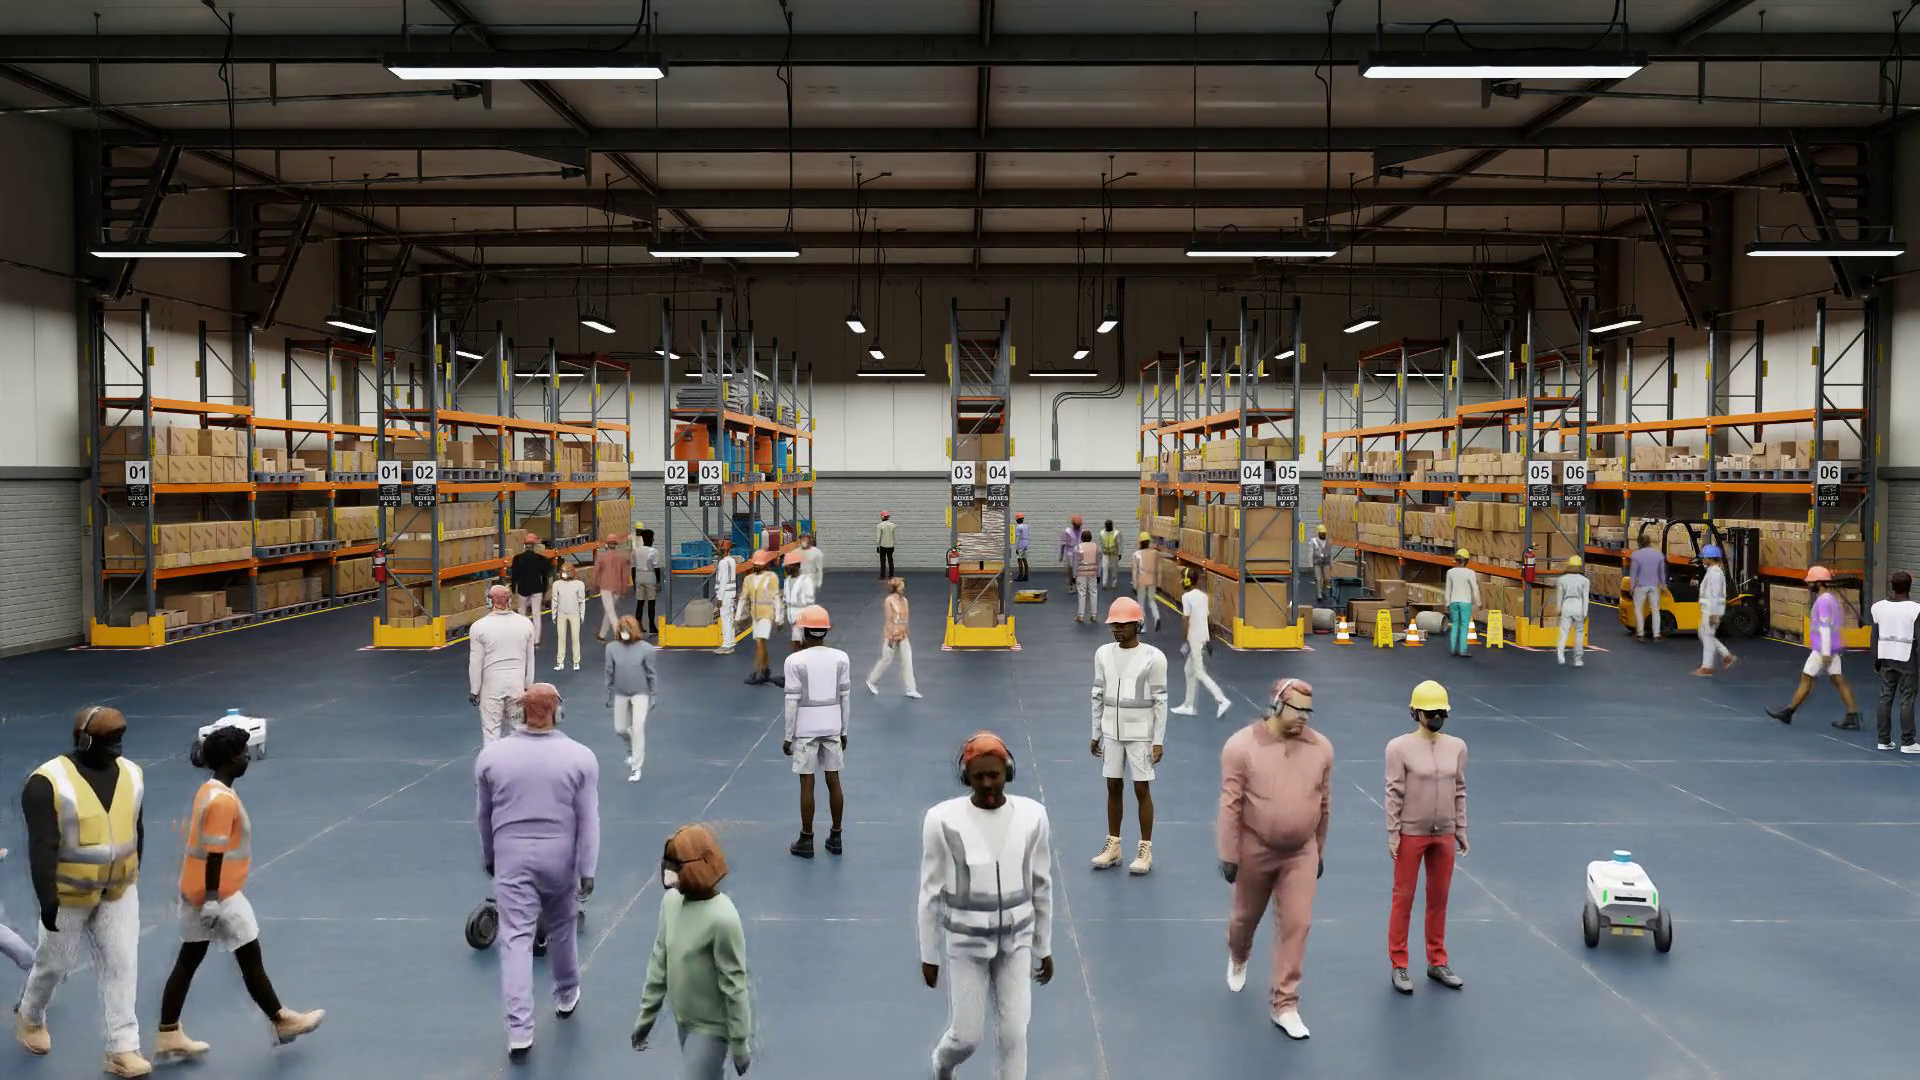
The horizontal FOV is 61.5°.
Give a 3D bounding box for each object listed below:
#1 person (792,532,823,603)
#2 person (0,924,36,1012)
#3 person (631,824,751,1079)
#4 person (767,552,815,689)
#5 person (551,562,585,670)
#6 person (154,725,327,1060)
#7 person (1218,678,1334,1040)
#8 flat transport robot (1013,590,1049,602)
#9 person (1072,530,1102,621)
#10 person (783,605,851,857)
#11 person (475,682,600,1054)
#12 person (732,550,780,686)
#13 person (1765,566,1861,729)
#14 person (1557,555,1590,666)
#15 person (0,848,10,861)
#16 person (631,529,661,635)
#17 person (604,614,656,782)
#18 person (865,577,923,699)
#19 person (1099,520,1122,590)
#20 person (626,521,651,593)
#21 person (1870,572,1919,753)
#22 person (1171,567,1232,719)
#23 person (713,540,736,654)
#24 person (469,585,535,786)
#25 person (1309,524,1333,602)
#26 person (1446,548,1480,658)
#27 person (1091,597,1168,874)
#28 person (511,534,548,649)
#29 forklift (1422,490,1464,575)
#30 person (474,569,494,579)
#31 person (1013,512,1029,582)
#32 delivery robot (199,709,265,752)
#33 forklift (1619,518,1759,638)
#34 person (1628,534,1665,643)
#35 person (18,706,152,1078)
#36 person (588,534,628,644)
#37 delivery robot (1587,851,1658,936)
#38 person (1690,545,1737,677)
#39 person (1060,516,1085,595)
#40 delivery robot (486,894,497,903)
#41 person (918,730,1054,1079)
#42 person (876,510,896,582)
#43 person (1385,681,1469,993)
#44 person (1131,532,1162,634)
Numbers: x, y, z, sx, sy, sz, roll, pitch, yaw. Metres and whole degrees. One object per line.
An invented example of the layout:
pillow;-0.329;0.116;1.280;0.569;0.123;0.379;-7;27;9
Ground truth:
person;-2.801;0.802;29.750;0.634;1.926;0.524;1;2;17
person;-5.351;1.729;8.700;0.525;1.733;0.861;2;3;41
person;-1.083;1.896;6.163;0.817;1.600;0.512;-2;3;-36
person;-2.290;1.111;22.449;1.039;1.873;0.560;-2;3;-44
person;-5.920;1.153;24.402;0.507;1.631;0.281;0;2;-1
person;-3.700;1.778;8.251;0.862;1.653;0.548;-1;3;-32
person;1.707;1.663;8.834;0.643;1.865;0.911;0;2;-5
flat transport robot;1.681;1.305;38.009;0.652;0.197;1.431;0;2;10
person;2.557;0.723;32.670;0.632;1.843;0.429;-1;2;-17
person;-1.124;1.474;12.567;0.542;1.939;0.359;-1;3;-27
person;-2.217;1.678;8.501;0.640;1.855;0.985;0;2;-10
person;-2.825;1.088;22.585;0.594;1.902;0.770;1;3;33
person;10.027;1.250;18.881;1.016;1.877;0.577;2;3;39
person;9.427;1.093;24.877;0.491;1.727;0.661;2;3;37
person;-7.376;1.574;11.625;0.927;1.802;0.509;-1;2;-21
person;-5.787;0.774;29.840;0.617;1.963;0.361;1;2;24
person;-3.182;1.508;15.725;0.515;1.613;0.550;0;2;6
person;-0.896;1.285;21.481;0.809;1.613;0.517;2;3;34
person;3.912;0.377;42.026;0.632;1.805;0.947;1;2;14
person;-7.927;0.447;39.847;0.621;1.818;0.428;0;2;-3
person;10.032;1.296;17.241;0.382;1.921;0.597;-1;3;-29
person;2.960;1.246;19.691;0.850;1.834;0.518;2;3;36
person;-3.897;0.936;26.780;0.351;1.882;0.582;0;2;8
person;-4.359;1.378;15.323;0.643;1.913;0.410;-2;3;-39
person;8.386;0.543;37.466;0.605;1.814;0.434;0;2;-5
person;8.141;1.019;26.175;0.322;1.767;0.540;-2;3;-37
person;1.237;1.443;12.032;0.614;2.042;0.373;2;3;35
person;-7.369;0.876;27.593;0.642;1.934;1.025;-1;3;-25
forklift;13.926;-0.371;47.846;1.873;2.768;1.129;0;2;0
person;-10.935;0.552;36.898;0.564;1.847;0.395;0;2;5
person;1.694;0.189;45.073;0.389;1.929;0.545;2;3;35
delivery robot;-7.436;1.973;16.510;0.477;0.478;0.707;0;2;10
forklift;13.417;0.684;29.791;2.313;2.155;1.214;0;2;0
person;12.169;0.850;28.619;0.654;1.920;0.429;0;2;-6
person;-4.387;1.721;8.061;0.906;1.807;0.628;1;3;33
person;-6.056;0.862;28.076;0.623;1.941;1.053;-2;3;-44
delivery robot;4.203;2.222;10.254;0.477;0.478;0.707;1;2;14
person;11.029;1.033;23.634;0.524;1.936;0.626;1;2;23
person;2.824;0.386;39.583;0.671;1.963;1.063;-1;2;-19
delivery robot;-2.696;2.097;10.179;0.335;0.223;0.698;1;2;22
person;0.094;1.735;7.017;0.595;1.869;0.693;-1;2;-18
person;-2.070;0.165;44.922;0.615;1.986;0.407;-2;3;-36
person;2.691;1.689;9.293;0.522;1.769;0.311;-1;2;-16
person;3.478;0.797;30.028;0.588;1.910;0.573;-1;2;-16
